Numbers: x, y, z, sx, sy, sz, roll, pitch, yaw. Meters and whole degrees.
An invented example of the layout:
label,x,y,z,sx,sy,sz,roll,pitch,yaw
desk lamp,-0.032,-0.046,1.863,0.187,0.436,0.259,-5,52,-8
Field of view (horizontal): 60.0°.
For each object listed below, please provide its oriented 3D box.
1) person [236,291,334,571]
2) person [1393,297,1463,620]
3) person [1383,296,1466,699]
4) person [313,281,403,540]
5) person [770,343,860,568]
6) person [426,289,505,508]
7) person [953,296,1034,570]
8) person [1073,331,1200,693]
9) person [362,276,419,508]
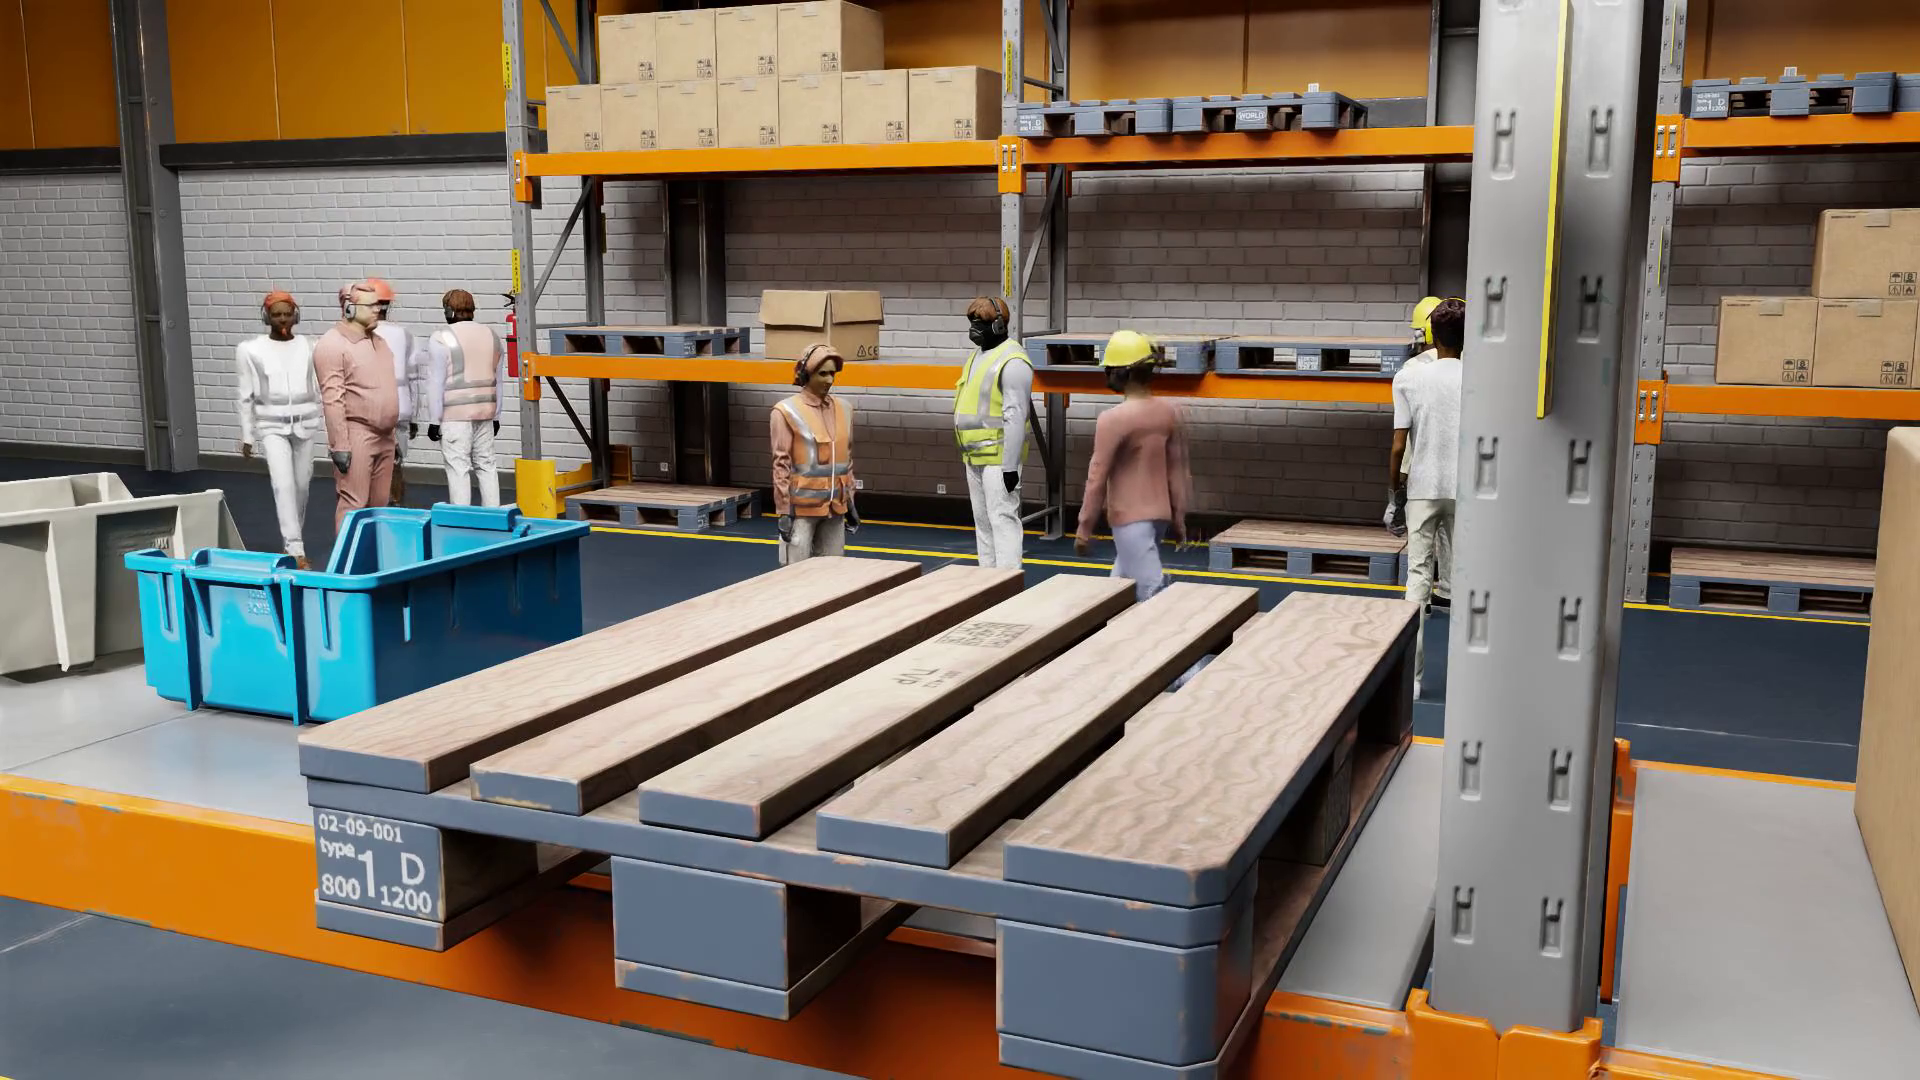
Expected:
label,x,y,z,sx,sy,sz,roll,pitch,yaw
person,-4.473,-0.732,11.067,0.586,1.844,0.956,-6,11,-33
person,2.677,-0.464,9.480,0.600,1.827,0.403,-7,12,-35
person,2.231,-0.184,7.686,0.530,1.871,0.323,2,10,12
person,-3.601,-0.606,10.101,0.411,1.909,0.643,2,10,12
person,-0.701,-0.130,8.058,0.309,1.639,0.512,8,13,41
person,-3.581,-0.888,12.027,0.430,1.837,0.632,6,11,33
person,0.180,-0.468,9.509,0.429,1.837,0.624,-4,10,-22
person,0.779,-0.091,7.584,0.936,1.710,0.534,8,12,39
person,-4.072,-0.895,11.785,0.513,1.924,0.573,8,12,40
